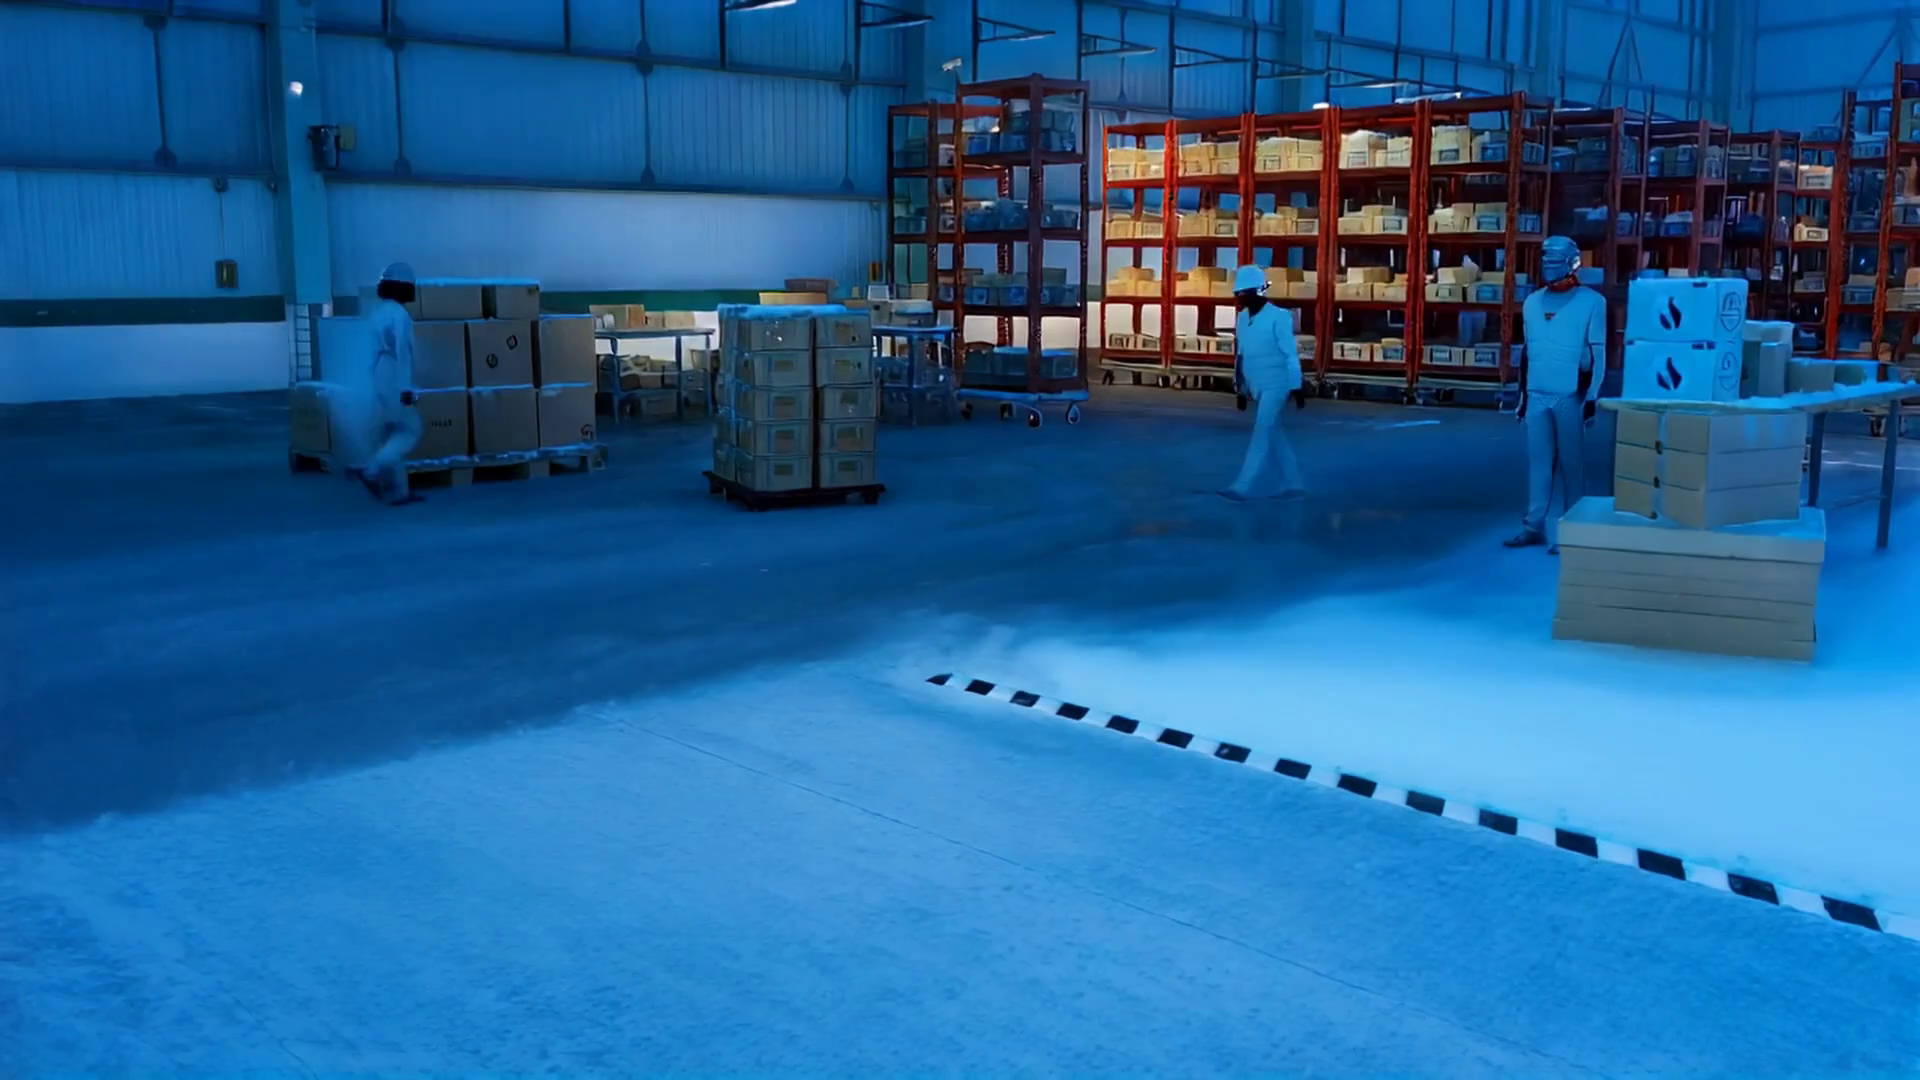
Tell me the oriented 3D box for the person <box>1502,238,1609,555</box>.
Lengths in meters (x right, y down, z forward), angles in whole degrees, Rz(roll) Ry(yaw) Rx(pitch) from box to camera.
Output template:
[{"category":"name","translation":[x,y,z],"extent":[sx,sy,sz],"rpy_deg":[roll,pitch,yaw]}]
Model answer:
[{"category":"person","translation":[3.529,-0.843,9.785],"extent":[0.374,1.843,0.568],"rpy_deg":[-6,11,-31]}]

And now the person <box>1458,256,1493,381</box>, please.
[{"category":"person","translation":[7.341,-3.155,23.832],"extent":[0.626,1.798,0.506],"rpy_deg":[0,9,-3]}]

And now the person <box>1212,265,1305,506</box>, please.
[{"category":"person","translation":[2.133,-1.088,11.748],"extent":[0.866,1.680,0.587],"rpy_deg":[-4,10,-23]}]

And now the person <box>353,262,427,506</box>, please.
[{"category":"person","translation":[-4.002,-1.084,11.640],"extent":[0.540,1.710,0.513],"rpy_deg":[-9,13,-42]}]
